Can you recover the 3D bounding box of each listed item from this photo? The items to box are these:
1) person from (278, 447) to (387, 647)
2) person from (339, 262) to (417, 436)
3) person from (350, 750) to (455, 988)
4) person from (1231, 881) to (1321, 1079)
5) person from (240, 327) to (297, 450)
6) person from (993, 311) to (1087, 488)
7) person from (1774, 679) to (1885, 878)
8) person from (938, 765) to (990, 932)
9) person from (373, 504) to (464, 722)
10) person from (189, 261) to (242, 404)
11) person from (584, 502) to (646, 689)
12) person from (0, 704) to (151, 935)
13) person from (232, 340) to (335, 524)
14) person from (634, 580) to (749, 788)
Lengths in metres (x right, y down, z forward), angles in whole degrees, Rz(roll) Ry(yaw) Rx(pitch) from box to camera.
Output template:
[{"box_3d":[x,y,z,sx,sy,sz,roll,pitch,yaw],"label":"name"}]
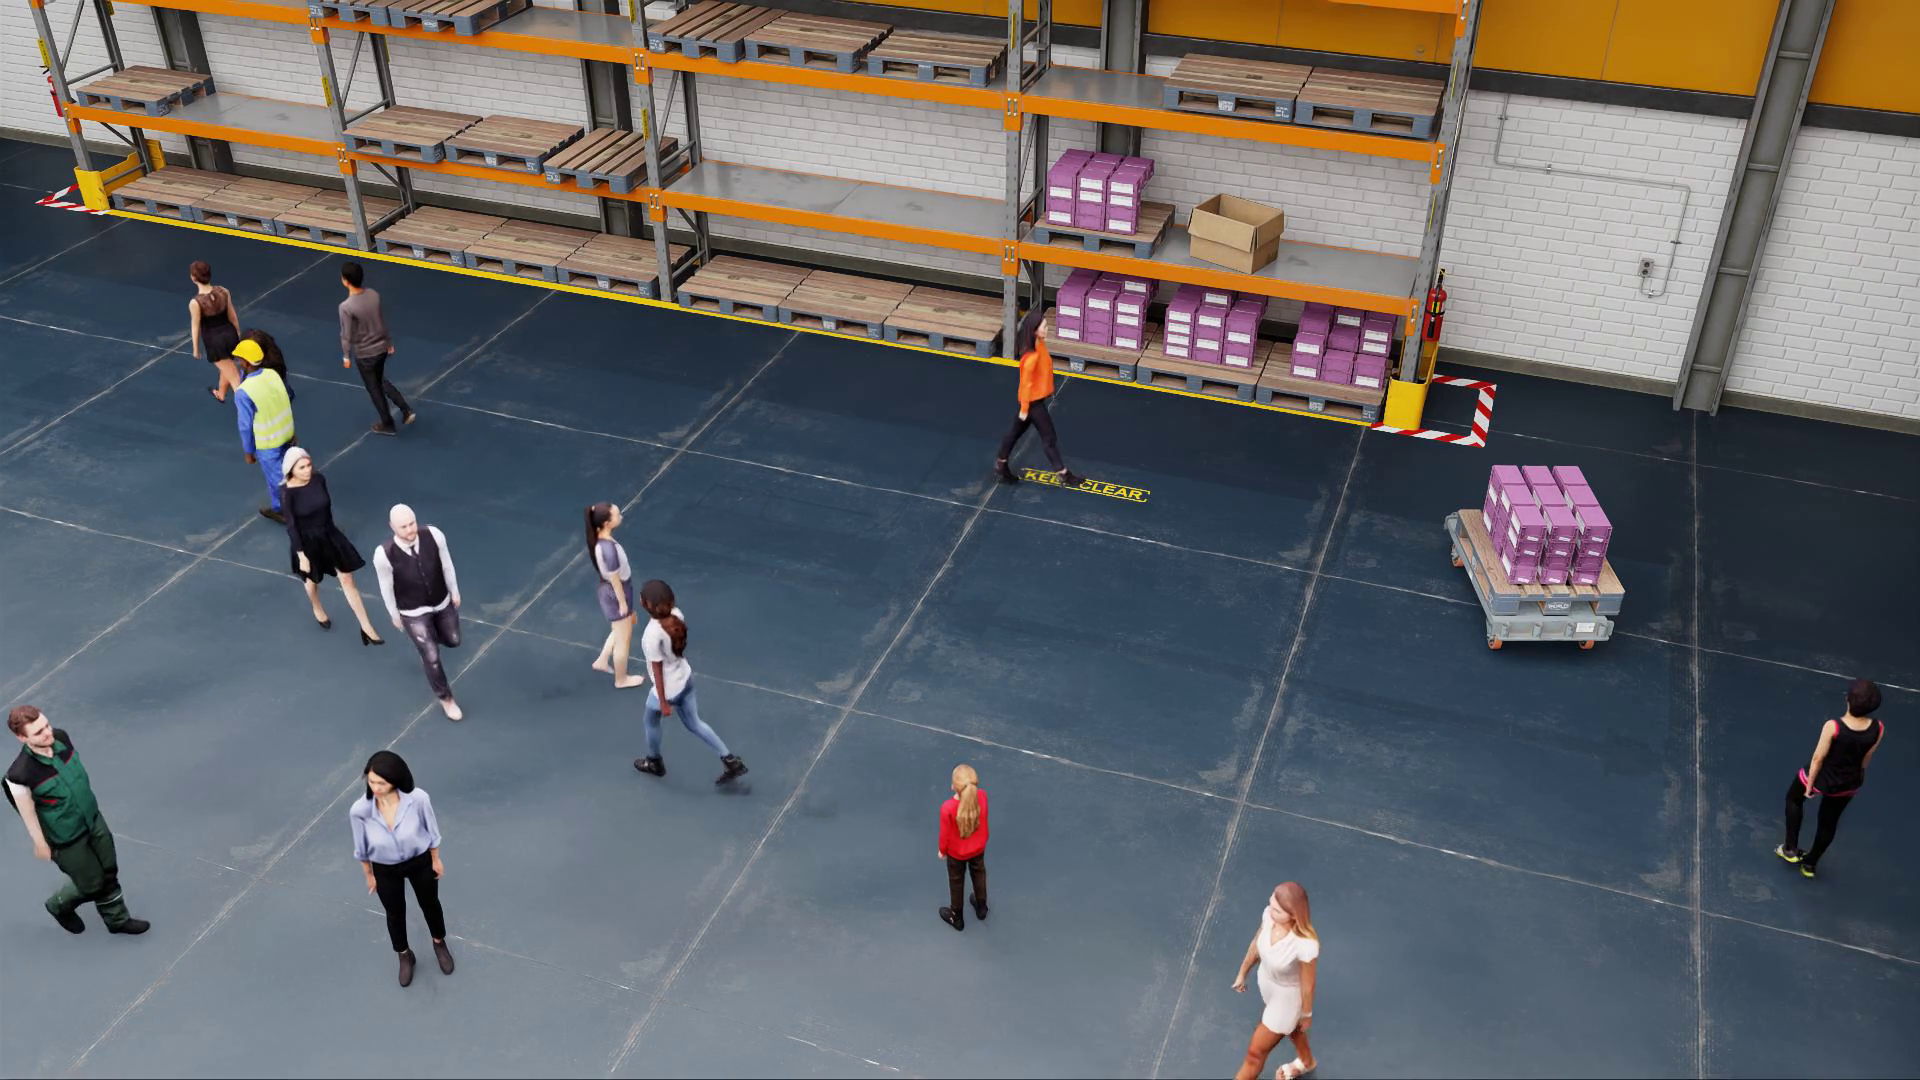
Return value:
[{"box_3d":[-5.031,0.019,12.862,1.181,1.711,0.849,22,39,29],"label":"person"},{"box_3d":[-5.412,-1.724,15.445,0.667,1.756,0.731,11,35,17],"label":"person"},{"box_3d":[-3.320,1.943,9.939,0.697,1.745,0.784,-11,35,-16],"label":"person"},{"box_3d":[1.848,2.494,9.199,1.141,1.645,1.059,-13,36,-19],"label":"person"},{"box_3d":[-6.026,-1.124,14.677,0.898,1.606,0.735,21,39,28],"label":"person"},{"box_3d":[0.560,-1.220,14.737,1.134,1.700,0.772,5,34,8],"label":"person"},{"box_3d":[5.630,1.569,10.687,0.539,1.539,0.645,5,34,7],"label":"person"},{"box_3d":[0.031,1.908,10.410,0.588,1.280,0.643,-17,37,-23],"label":"person"},{"box_3d":[-3.924,0.457,12.123,1.001,1.800,1.144,-28,43,-35],"label":"person"},{"box_3d":[-6.917,-1.815,15.694,1.126,1.632,0.745,20,38,27],"label":"person"},{"box_3d":[-2.639,0.434,12.303,0.793,1.640,0.734,-14,36,-20],"label":"person"},{"box_3d":[-5.505,1.731,10.180,0.883,1.831,0.723,5,34,8],"label":"person"},{"box_3d":[-5.763,-0.832,14.075,1.107,1.788,0.660,10,35,15],"label":"person"},{"box_3d":[-1.894,1.028,11.370,1.089,1.684,0.611,10,35,14],"label":"person"}]
